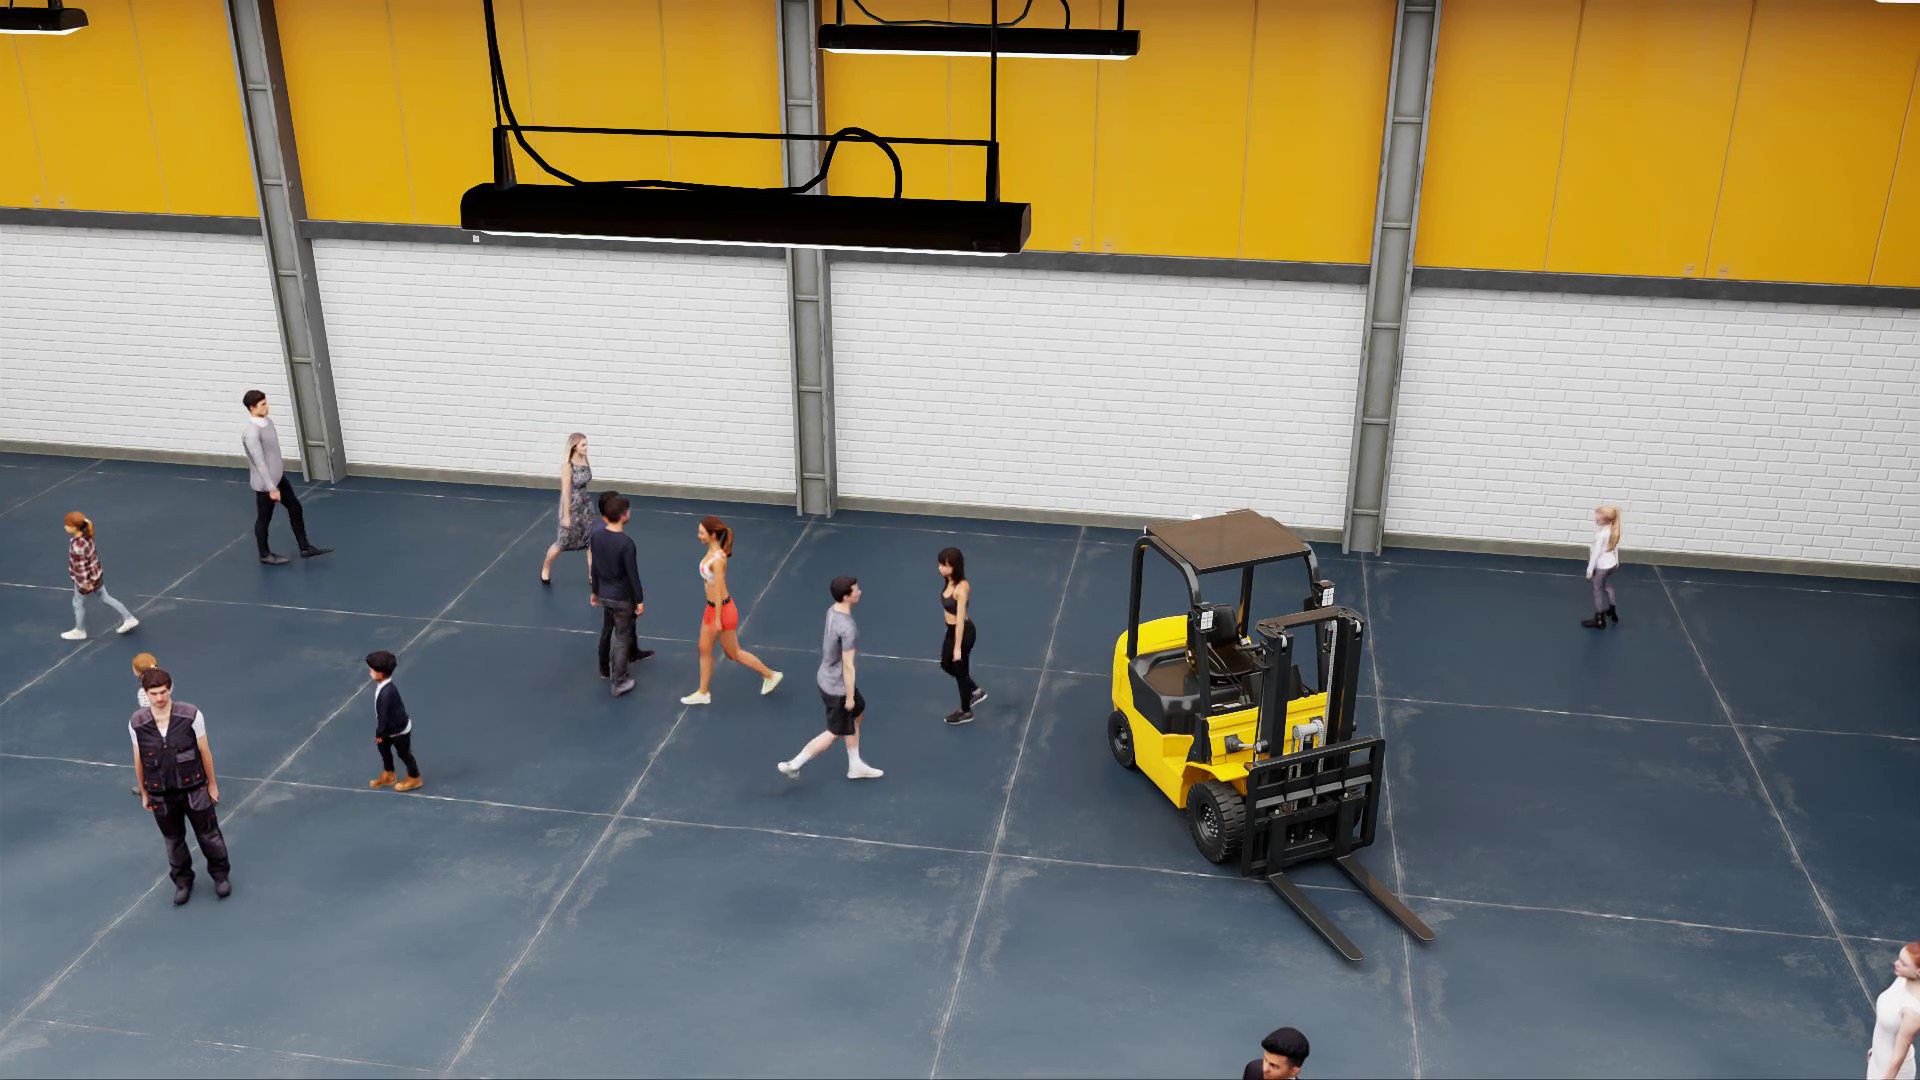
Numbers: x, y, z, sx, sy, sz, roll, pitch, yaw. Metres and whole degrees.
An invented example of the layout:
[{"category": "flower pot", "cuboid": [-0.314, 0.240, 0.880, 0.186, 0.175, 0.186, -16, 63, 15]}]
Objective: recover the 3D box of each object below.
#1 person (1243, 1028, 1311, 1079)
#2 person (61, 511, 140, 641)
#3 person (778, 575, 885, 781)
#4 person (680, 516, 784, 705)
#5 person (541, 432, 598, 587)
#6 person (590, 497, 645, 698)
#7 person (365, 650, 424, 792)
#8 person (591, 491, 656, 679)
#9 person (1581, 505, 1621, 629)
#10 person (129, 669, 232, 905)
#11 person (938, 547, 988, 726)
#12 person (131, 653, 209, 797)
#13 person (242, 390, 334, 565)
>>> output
[{"category": "person", "cuboid": [1.594, 3.205, 8.348, 0.810, 1.882, 0.754, -16, 28, -32]}, {"category": "person", "cuboid": [-8.139, 0.333, 15.664, 0.957, 1.286, 0.675, -2, 24, -4]}, {"category": "person", "cuboid": [-1.059, 1.147, 13.125, 1.200, 1.827, 0.962, -6, 24, -14]}, {"category": "person", "cuboid": [-1.978, 0.633, 14.386, 1.198, 1.758, 0.886, -6, 24, -13]}, {"category": "person", "cuboid": [-3.915, -0.289, 16.620, 1.045, 1.659, 0.743, 11, 26, 24]}, {"category": "person", "cuboid": [-3.041, 0.536, 14.489, 0.700, 1.854, 0.821, 13, 27, 27]}, {"category": "person", "cuboid": [-4.448, 1.437, 13.230, 0.736, 1.212, 0.664, -10, 26, -22]}, {"category": "person", "cuboid": [-3.182, 0.432, 14.827, 0.937, 1.773, 0.861, -10, 26, -22]}, {"category": "person", "cuboid": [6.186, 0.258, 15.874, 0.712, 1.253, 0.729, -14, 27, -28]}, {"category": "person", "cuboid": [-5.529, 1.732, 11.767, 0.691, 1.843, 0.806, -7, 25, -16]}, {"category": "person", "cuboid": [0.079, 0.806, 14.154, 0.815, 1.628, 0.759, -9, 25, -20]}, {"category": "person", "cuboid": [-6.167, 1.501, 12.999, 0.926, 1.279, 0.495, 5, 24, 12]}, {"category": "person", "cuboid": [-7.190, -0.615, 17.070, 1.029, 1.896, 0.857, 0, 24, 0]}]
